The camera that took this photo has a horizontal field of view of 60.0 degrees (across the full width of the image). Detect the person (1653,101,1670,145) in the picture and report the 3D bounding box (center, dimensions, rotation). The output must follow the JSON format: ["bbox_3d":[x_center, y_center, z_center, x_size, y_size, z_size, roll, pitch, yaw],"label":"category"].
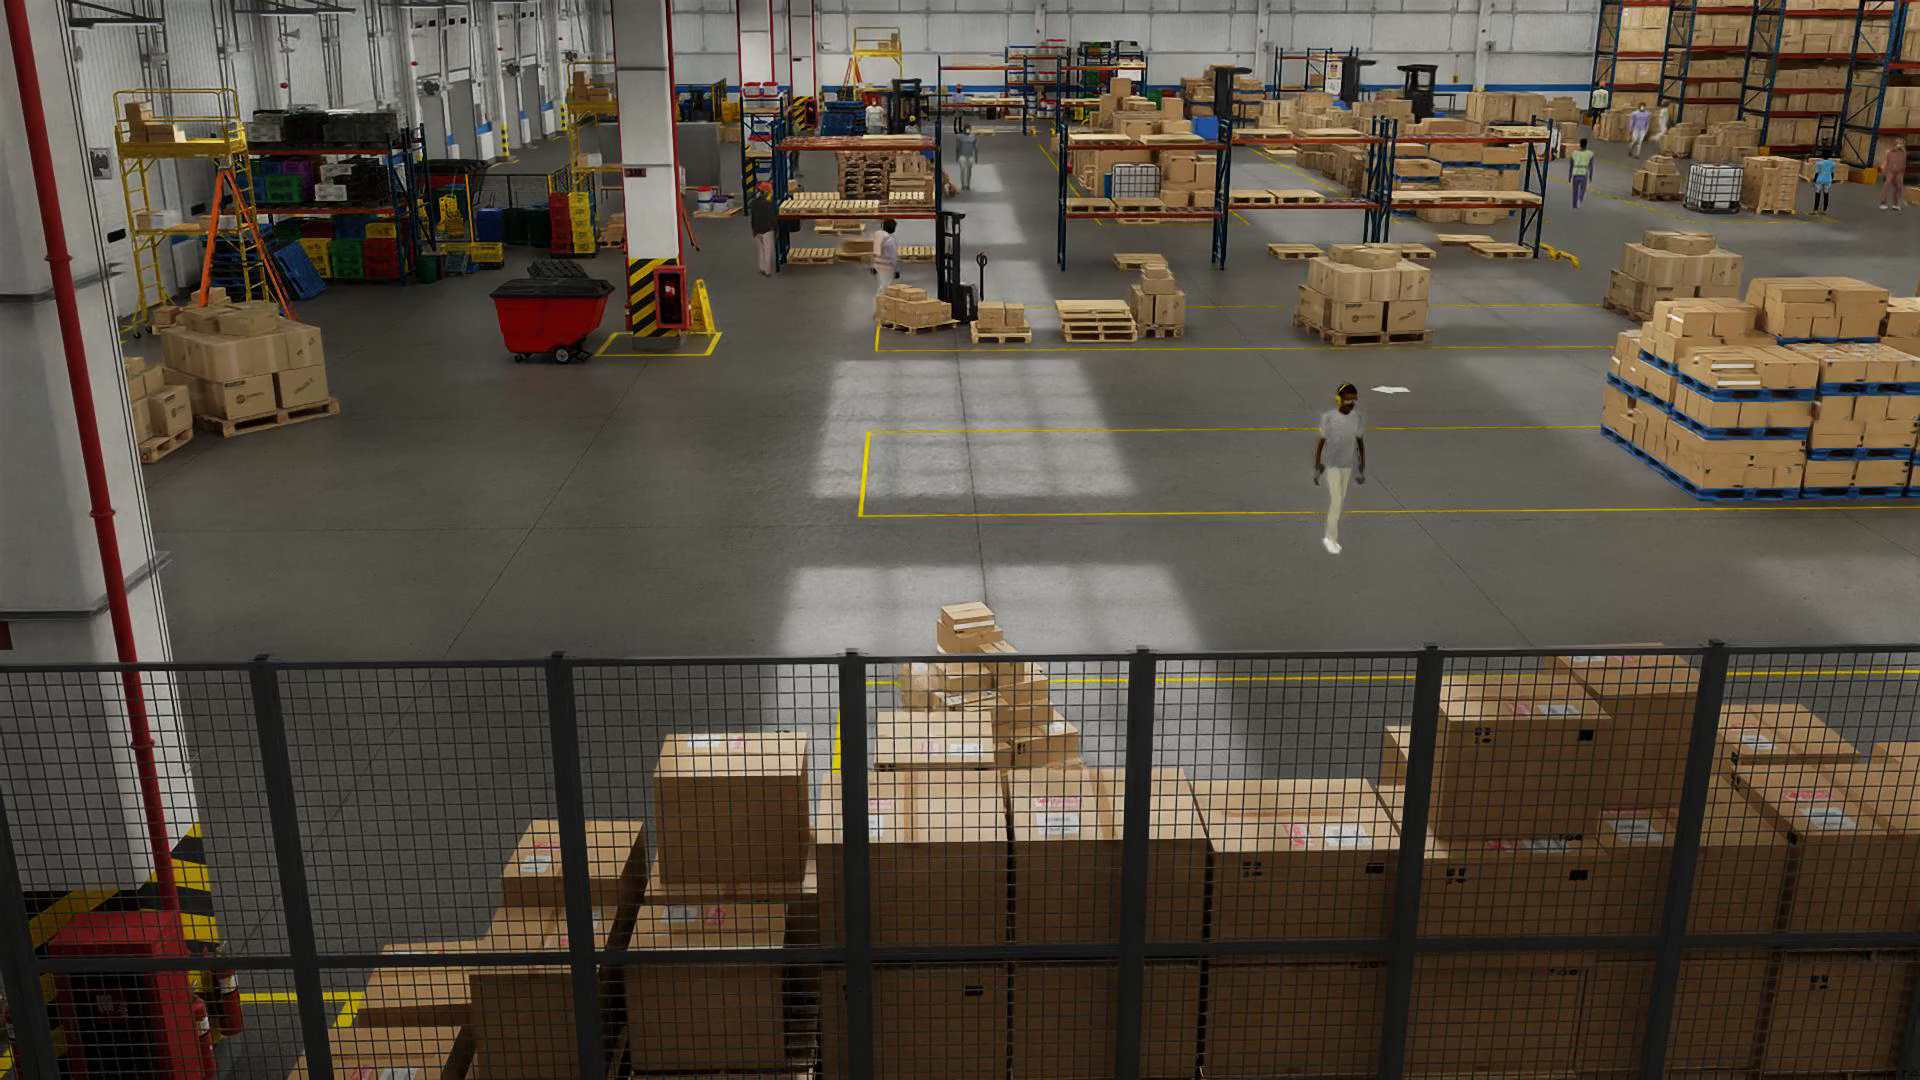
[{"bbox_3d":[25.946,-15.378,61.415,0.446,1.622,0.540,2,19,5],"label":"person"}]

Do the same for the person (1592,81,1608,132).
[{"bbox_3d":[25.794,-17.471,67.065,0.612,1.995,0.377,11,22,30],"label":"person"}]

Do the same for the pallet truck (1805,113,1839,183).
[{"bbox_3d":[26.403,-11.957,50.702,0.823,1.965,1.885,6,19,16],"label":"pallet truck"}]

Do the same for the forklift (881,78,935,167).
[{"bbox_3d":[-1.707,-13.628,54.300,1.129,2.768,1.873,-11,21,-29],"label":"forklift"}]

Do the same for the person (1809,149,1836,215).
[{"bbox_3d":[22.512,-9.329,43.378,0.529,1.692,0.321,-1,19,-2],"label":"person"}]

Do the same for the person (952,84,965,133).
[{"bbox_3d":[-0.045,-17.248,66.493,0.545,1.938,0.358,-12,22,-31],"label":"person"}]

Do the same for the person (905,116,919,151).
[{"bbox_3d":[-1.536,-12.797,53.605,0.481,1.731,0.358,-6,20,-18],"label":"person"}]

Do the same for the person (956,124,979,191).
[{"bbox_3d":[0.217,-11.132,48.396,0.654,1.900,0.875,-2,19,-5],"label":"person"}]

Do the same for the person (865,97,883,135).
[{"bbox_3d":[-3.024,-14.642,58.760,0.630,1.940,0.372,-2,19,-7],"label":"person"}]

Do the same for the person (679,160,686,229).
[{"bbox_3d":[-6.966,-8.478,40.652,0.583,1.846,0.691,-15,24,-37],"label":"person"}]

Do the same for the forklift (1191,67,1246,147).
[{"bbox_3d":[9.517,-15.894,61.023,1.873,2.768,1.129,-1,19,-2],"label":"forklift"}]

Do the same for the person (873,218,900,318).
[{"bbox_3d":[-1.246,-4.928,30.148,0.824,1.806,0.638,-11,21,-28],"label":"person"}]

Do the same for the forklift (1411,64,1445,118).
[{"bbox_3d":[17.529,-16.593,63.096,1.873,2.768,1.129,-16,25,-40],"label":"forklift"}]

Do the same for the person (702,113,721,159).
[{"bbox_3d":[-8.610,-13.709,56.541,0.901,1.577,0.530,9,21,25],"label":"person"}]

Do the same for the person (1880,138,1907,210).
[{"bbox_3d":[24.883,-9.713,44.226,0.669,1.873,0.813,-2,19,-5],"label":"person"}]

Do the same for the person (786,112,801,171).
[{"bbox_3d":[-5.354,-12.797,53.434,0.516,1.845,0.345,7,20,19],"label":"person"}]

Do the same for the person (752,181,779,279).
[{"bbox_3d":[-4.000,-6.374,34.188,0.451,1.970,0.625,-16,25,-40],"label":"person"}]

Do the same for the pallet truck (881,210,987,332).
[{"bbox_3d":[-0.493,-4.759,29.349,1.885,1.965,0.823,-13,23,-34],"label":"pallet truck"}]

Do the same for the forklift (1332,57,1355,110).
[{"bbox_3d":[15.928,-18.471,68.666,1.873,2.768,1.129,-1,19,-1],"label":"forklift"}]

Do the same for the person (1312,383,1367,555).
[{"bbox_3d":[4.073,-0.745,17.661,0.565,1.850,0.602,-6,20,-18],"label":"person"}]

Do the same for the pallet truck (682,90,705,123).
[{"bbox_3d":[-9.671,-15.907,62.421,0.823,1.965,1.885,5,19,15],"label":"pallet truck"}]

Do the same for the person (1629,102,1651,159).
[{"bbox_3d":[23.267,-14.014,56.928,0.630,1.925,0.434,1,19,3],"label":"person"}]

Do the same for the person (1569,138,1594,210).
[{"bbox_3d":[16.469,-9.708,44.170,0.605,1.906,0.624,8,20,22],"label":"person"}]
